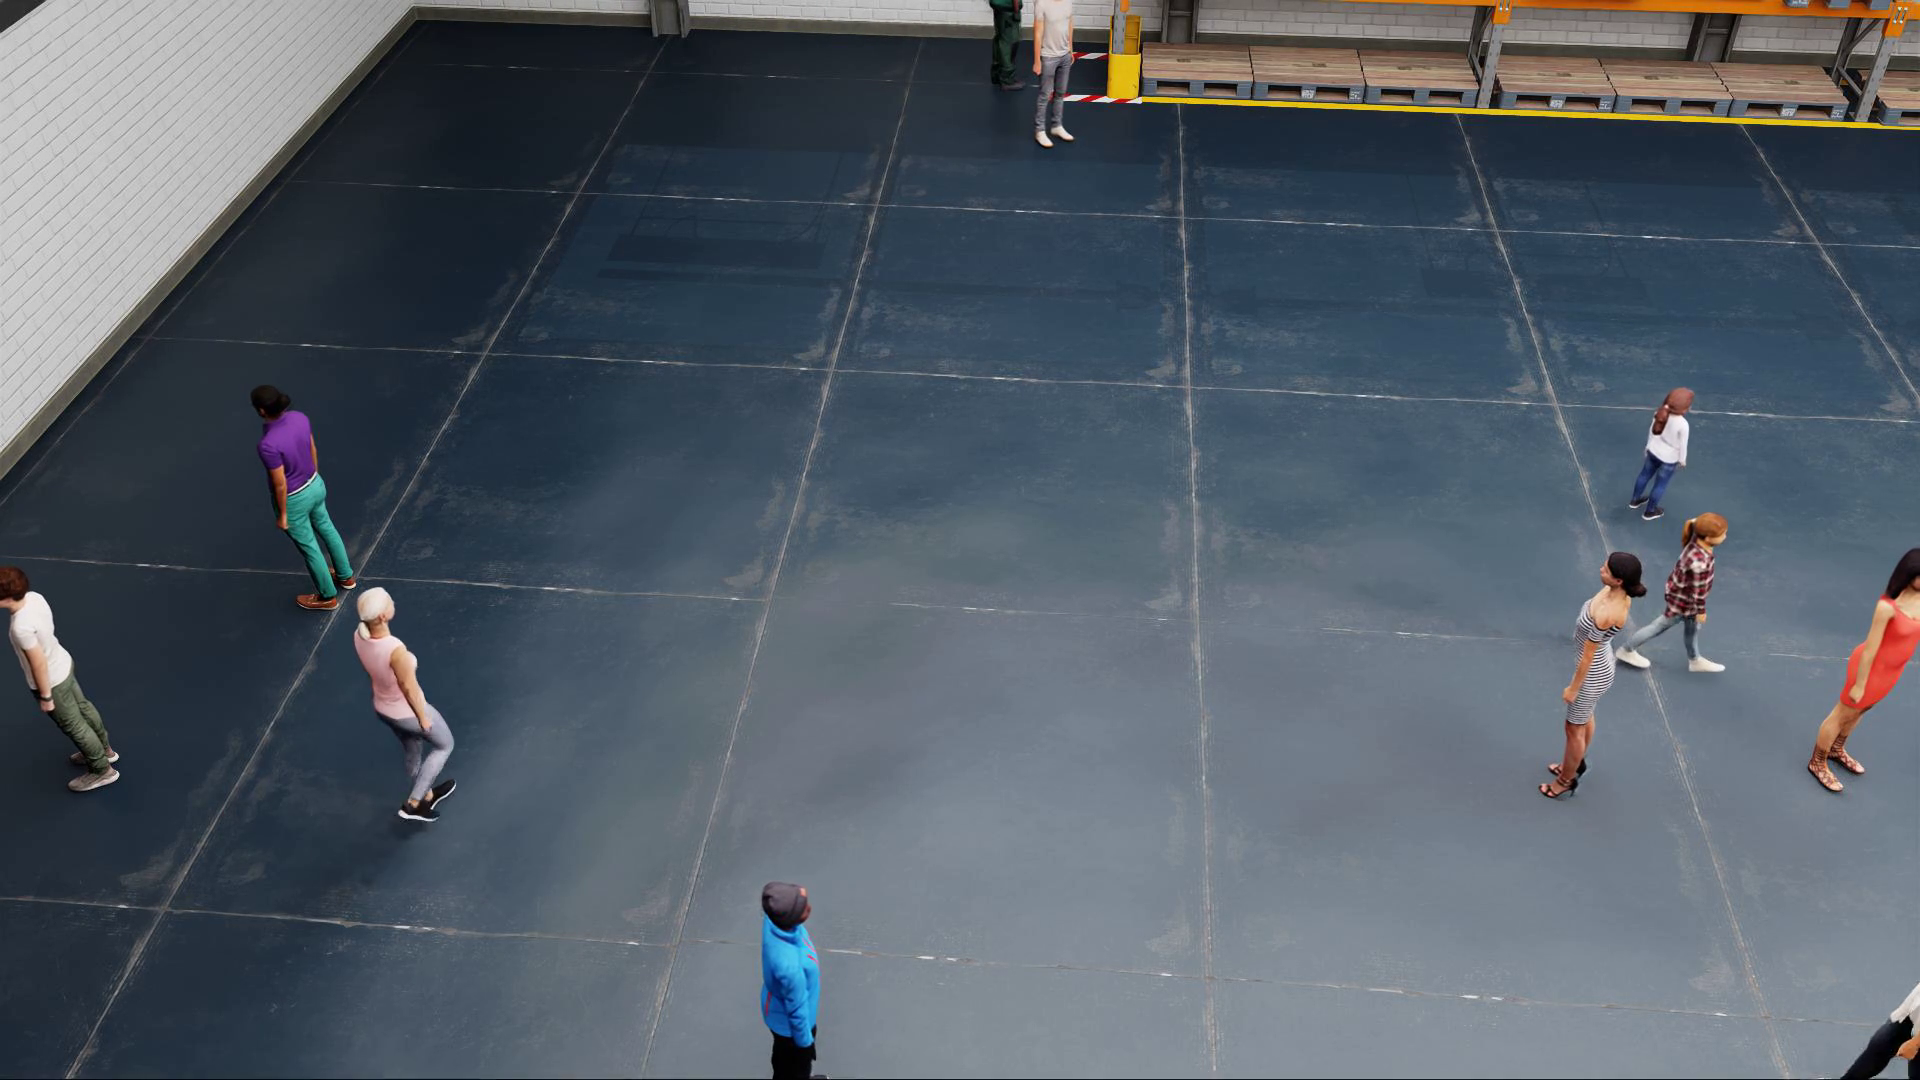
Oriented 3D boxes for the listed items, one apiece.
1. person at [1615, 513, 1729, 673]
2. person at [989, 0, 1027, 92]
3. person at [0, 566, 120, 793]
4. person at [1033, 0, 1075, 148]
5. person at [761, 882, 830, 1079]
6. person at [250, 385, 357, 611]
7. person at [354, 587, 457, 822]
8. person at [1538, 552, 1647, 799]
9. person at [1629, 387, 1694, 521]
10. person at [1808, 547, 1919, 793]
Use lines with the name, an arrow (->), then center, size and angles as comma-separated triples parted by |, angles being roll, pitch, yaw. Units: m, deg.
person -> 4.619, 0.361, 10.779 | 0.962, 1.272, 0.698 | 15, 41, 17
person -> 0.501, -5.824, 18.070 | 0.777, 1.838, 0.777 | -16, 41, -19
person -> -5.408, 0.811, 9.910 | 0.647, 1.654, 0.655 | -11, 40, -13
person -> 0.947, -4.958, 16.945 | 0.743, 1.889, 0.801 | -28, 46, -30
person -> -0.820, 2.259, 7.985 | 0.657, 1.793, 0.681 | -9, 40, -12
person -> -4.443, -0.300, 11.210 | 0.605, 1.767, 0.666 | 10, 40, 12
person -> -3.270, 1.013, 9.603 | 0.741, 1.720, 0.768 | 21, 43, 25
person -> 3.719, 0.807, 9.783 | 0.641, 1.817, 0.650 | 17, 42, 20
person -> 5.140, -0.640, 12.163 | 0.608, 1.110, 0.552 | -19, 42, -22
person -> 5.465, 0.754, 9.928 | 0.651, 1.719, 0.729 | -23, 44, -26
